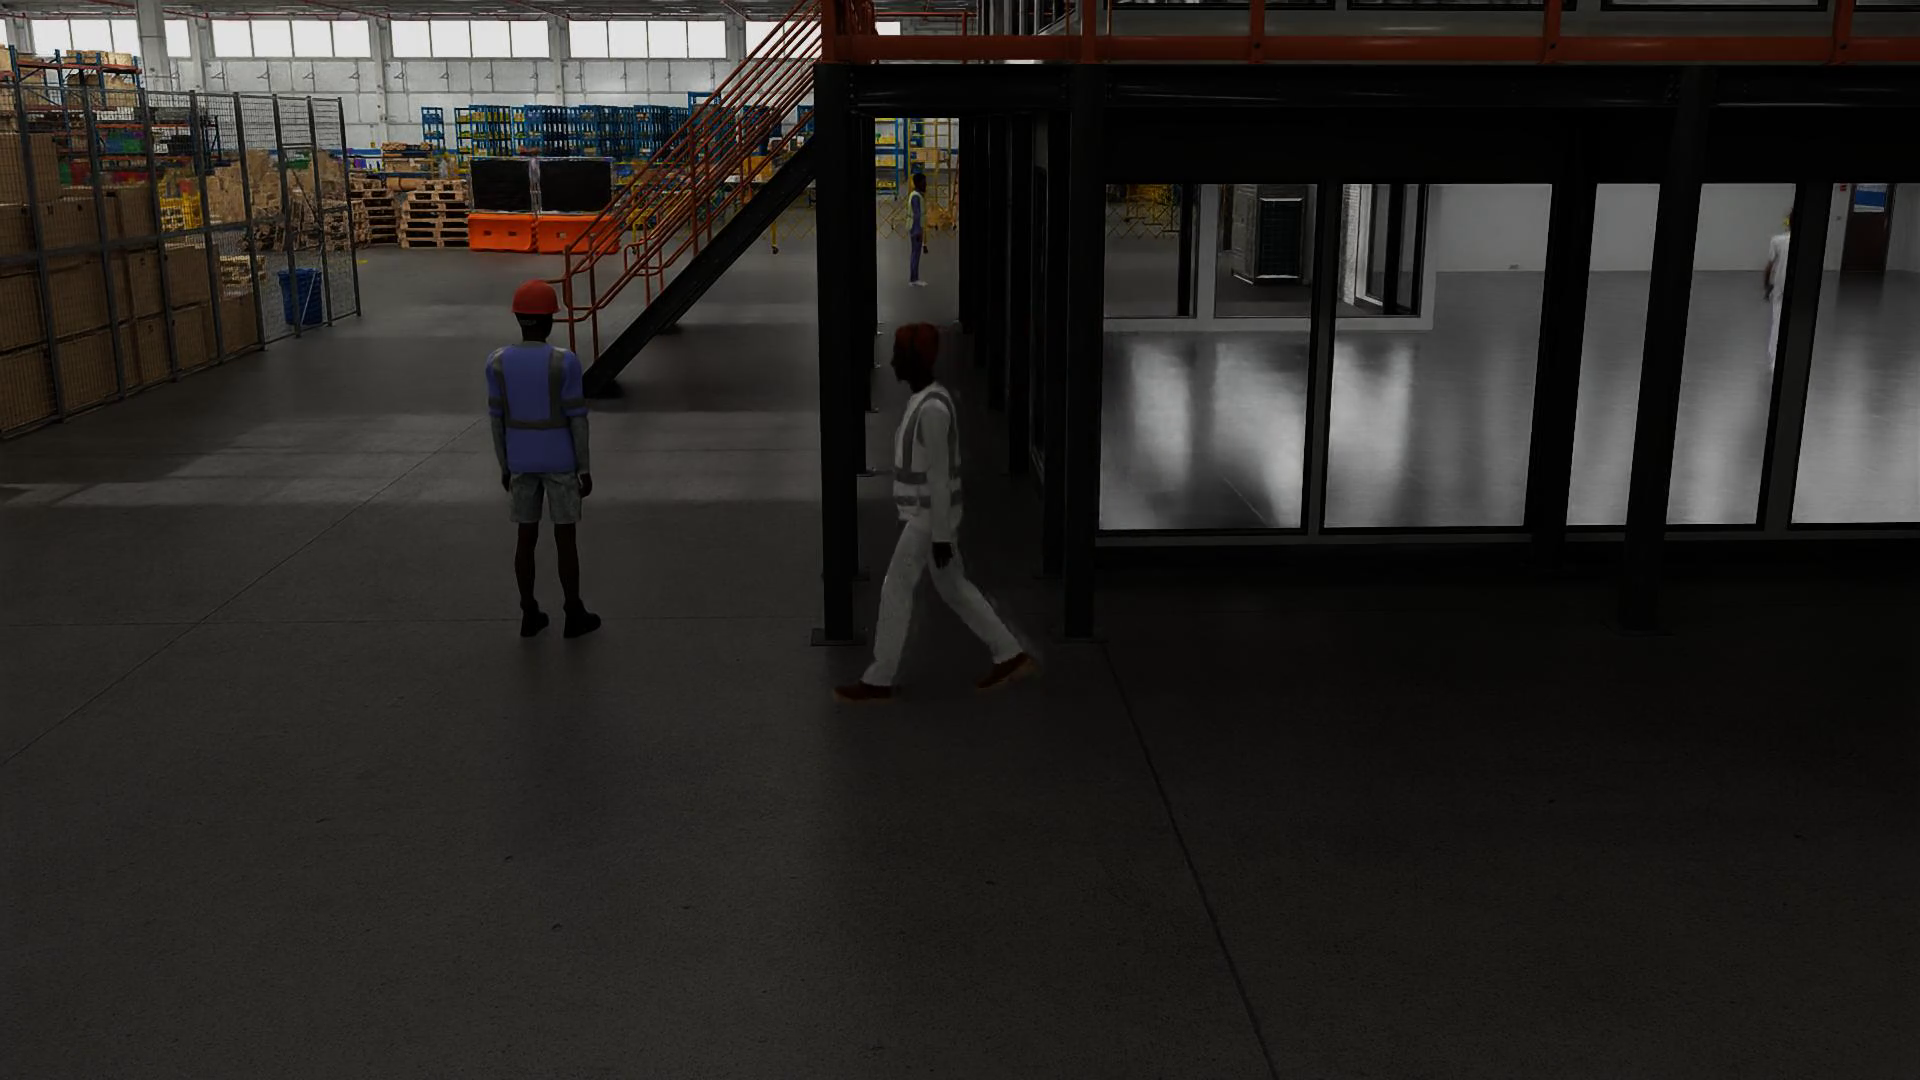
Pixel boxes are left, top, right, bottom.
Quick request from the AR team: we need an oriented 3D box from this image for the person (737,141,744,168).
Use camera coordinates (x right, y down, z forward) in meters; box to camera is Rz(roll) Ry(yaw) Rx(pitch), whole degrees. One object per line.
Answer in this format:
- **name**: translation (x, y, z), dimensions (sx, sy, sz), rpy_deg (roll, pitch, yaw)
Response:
- **person**: translation (-12.272, -21.583, 93.733), dimensions (0.580, 1.820, 0.612), rpy_deg (0, 14, 1)

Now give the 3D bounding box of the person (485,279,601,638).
- **person**: translation (-2.236, -0.425, 8.942), dimensions (0.544, 1.939, 0.355), rpy_deg (2, 14, 8)

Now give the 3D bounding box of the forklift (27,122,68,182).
- **forklift**: translation (-35.376, -14.773, 64.377), dimensions (1.129, 2.768, 1.873), rpy_deg (-1, 14, -2)

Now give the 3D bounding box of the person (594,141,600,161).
- **person**: translation (-18.061, -19.081, 83.386), dimensions (0.376, 1.997, 0.612), rpy_deg (10, 17, 33)

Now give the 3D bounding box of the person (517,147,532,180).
- **person**: translation (-13.935, -11.611, 53.498), dimensions (0.719, 2.023, 0.643), rpy_deg (9, 17, 31)

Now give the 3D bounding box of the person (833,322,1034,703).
- **person**: translation (-0.100, -0.125, 7.947), dimensions (0.960, 1.848, 0.598), rpy_deg (-1, 14, -2)

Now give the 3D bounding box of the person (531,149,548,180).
- **person**: translation (-14.716, -12.759, 58.329), dimensions (0.679, 1.885, 0.616), rpy_deg (2, 14, 9)

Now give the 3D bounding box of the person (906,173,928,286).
- **person**: translation (-0.742, -5.329, 28.584), dimensions (0.371, 1.916, 0.597), rpy_deg (0, 14, -1)

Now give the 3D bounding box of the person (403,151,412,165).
- **person**: translation (-24.347, -16.507, 73.613), dimensions (0.862, 1.726, 0.551), rpy_deg (1, 14, 3)

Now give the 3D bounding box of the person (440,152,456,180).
- **person**: translation (-17.530, -12.391, 57.034), dimensions (0.739, 1.809, 0.600), rpy_deg (9, 17, 32)
